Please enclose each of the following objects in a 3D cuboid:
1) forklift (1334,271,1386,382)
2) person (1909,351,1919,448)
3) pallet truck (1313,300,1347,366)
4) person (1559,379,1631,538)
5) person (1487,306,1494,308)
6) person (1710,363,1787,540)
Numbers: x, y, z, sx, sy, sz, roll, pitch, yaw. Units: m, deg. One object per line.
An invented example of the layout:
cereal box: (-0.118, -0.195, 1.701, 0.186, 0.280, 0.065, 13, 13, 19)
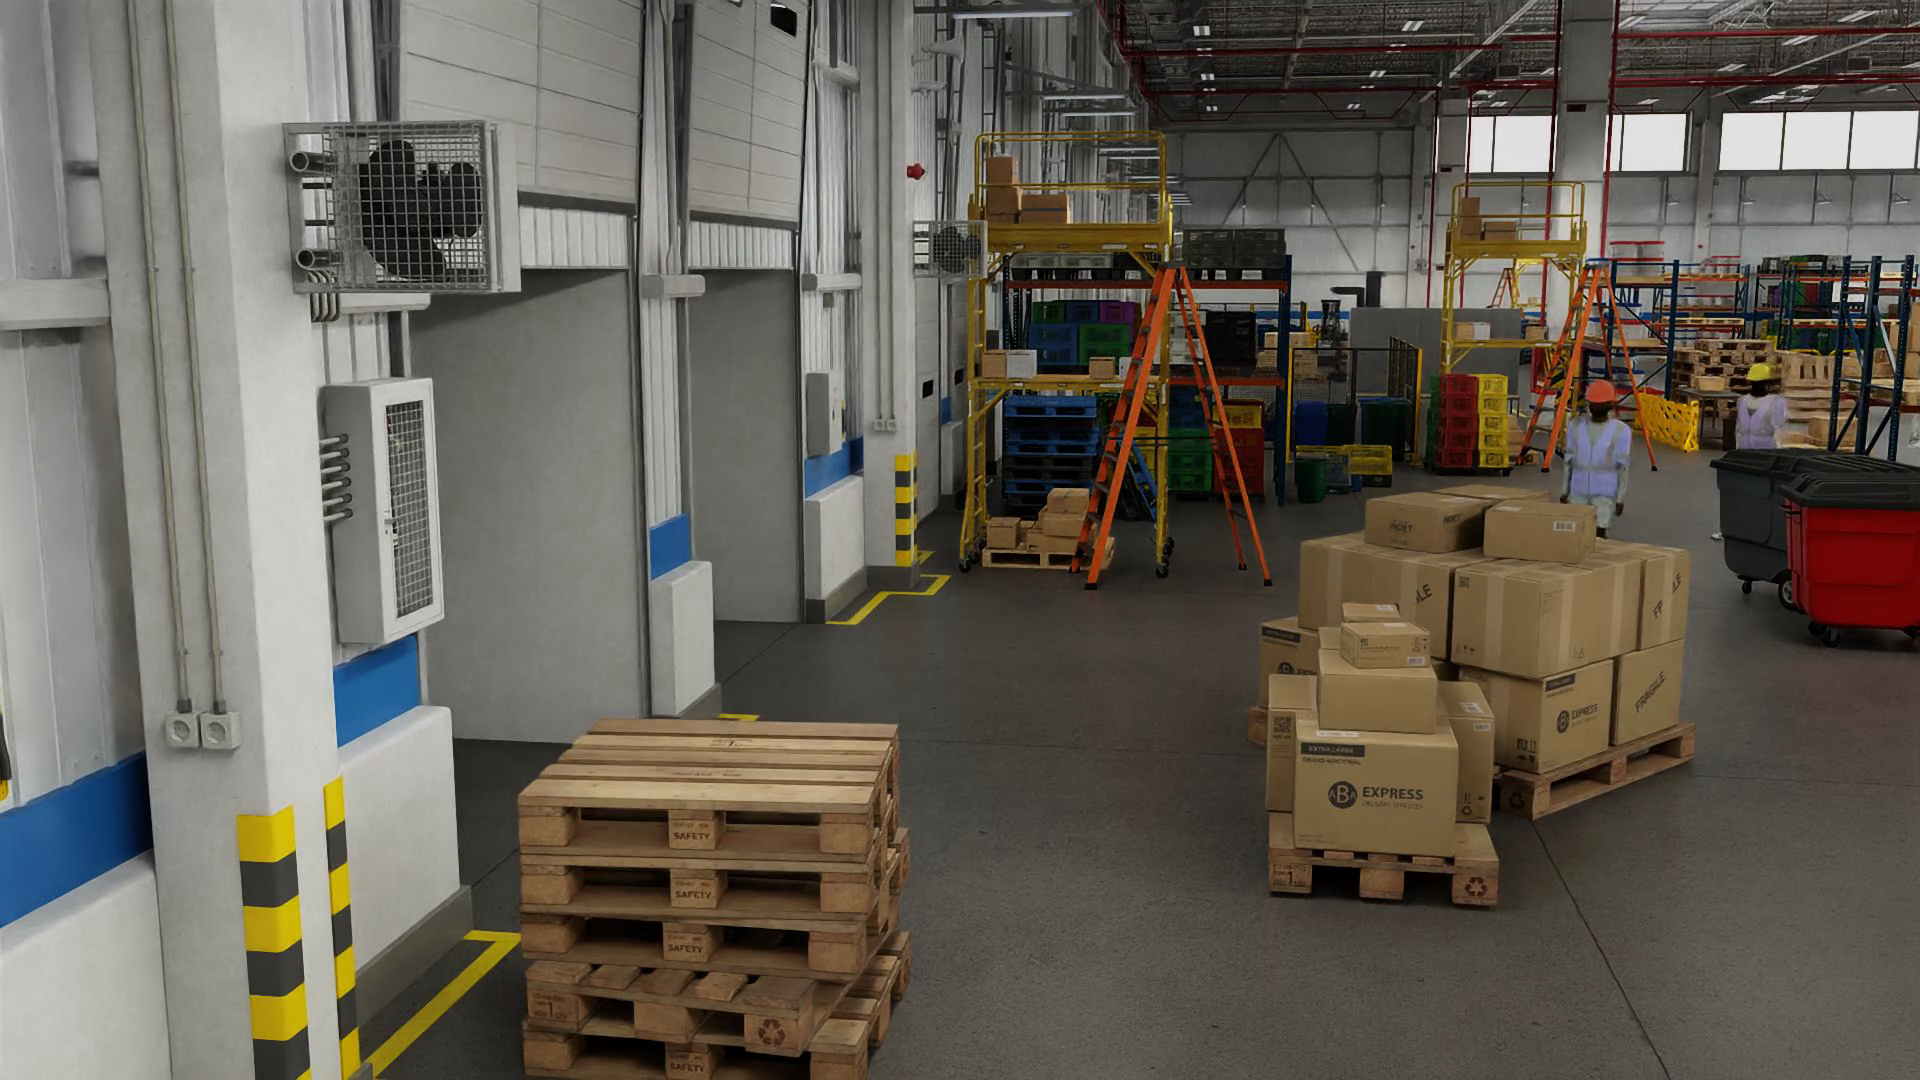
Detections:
forklift: (10.436, -5.400, 42.069, 1.873, 2.768, 1.129, 1, 9, 9)
person: (15.509, -2.341, 26.733, 0.323, 1.736, 0.488, 5, 10, 26)
pallet truck: (11.159, -6.200, 49.718, 0.823, 1.965, 1.885, 4, 10, 26)
person: (5.449, -0.424, 14.327, 0.578, 1.922, 0.404, 7, 11, 36)
person: (17.323, -6.832, 54.559, 0.537, 1.690, 0.320, -6, 11, -33)
person: (8.420, -0.931, 17.592, 0.900, 1.885, 0.603, -5, 11, -29)
